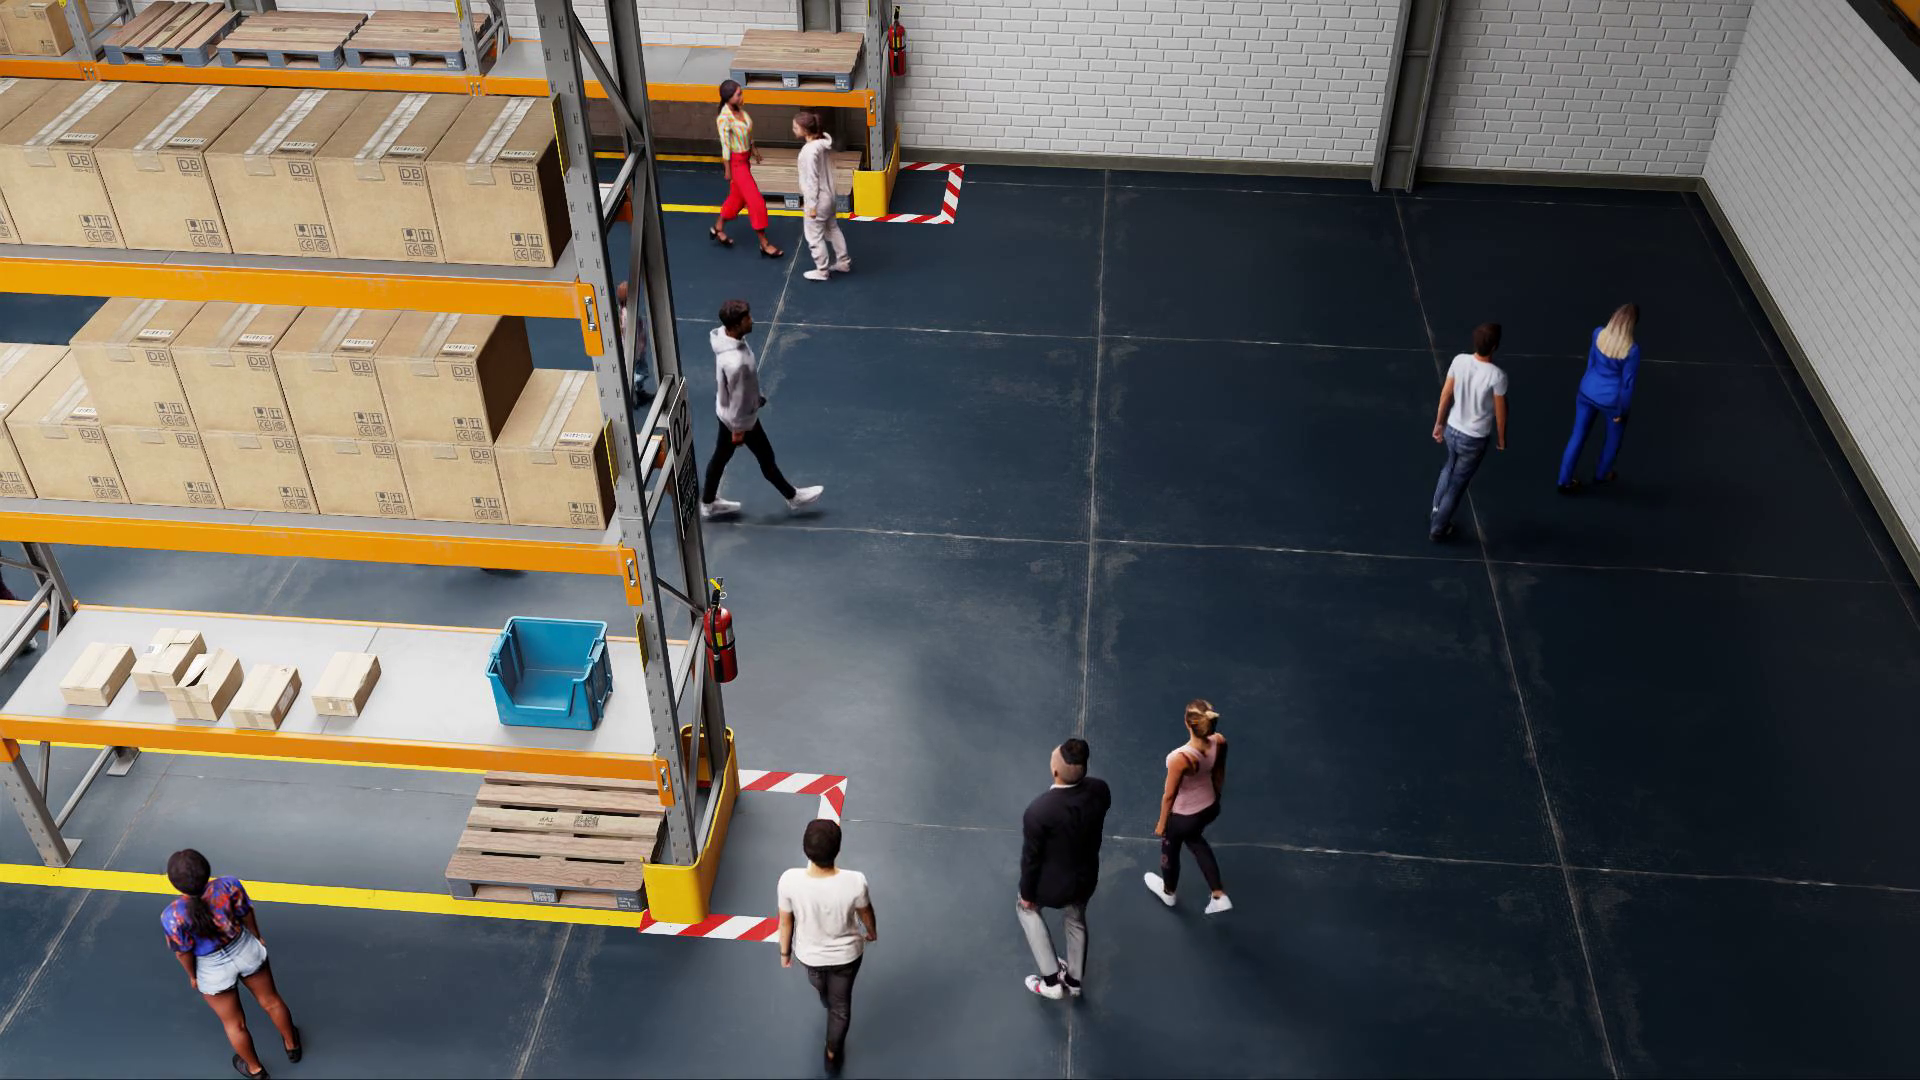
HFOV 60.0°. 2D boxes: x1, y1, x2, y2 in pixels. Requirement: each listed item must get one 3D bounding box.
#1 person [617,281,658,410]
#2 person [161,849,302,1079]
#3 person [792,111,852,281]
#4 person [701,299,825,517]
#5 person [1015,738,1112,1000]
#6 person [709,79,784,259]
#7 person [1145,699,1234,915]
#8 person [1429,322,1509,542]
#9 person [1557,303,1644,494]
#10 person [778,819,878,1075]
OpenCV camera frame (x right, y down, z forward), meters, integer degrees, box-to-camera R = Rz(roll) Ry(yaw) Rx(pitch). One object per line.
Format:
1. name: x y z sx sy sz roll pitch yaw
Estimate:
1. person: -2.768 -1.613 13.897 0.680 1.187 0.599 -12 40 -14
2. person: -3.807 2.209 8.669 0.665 1.739 0.709 -32 48 -33
3. person: -1.275 -3.206 15.499 0.703 1.678 0.678 9 40 11
4. person: -1.755 -0.927 12.492 1.284 1.869 0.957 -8 39 -10
5. person: 0.605 1.844 8.966 0.813 1.939 0.911 -18 42 -21
6. person: -2.169 -3.547 15.858 1.047 1.761 0.660 8 39 10
7. person: 1.374 1.592 9.526 0.875 1.633 0.910 -24 45 -27
8. person: 3.698 -0.751 12.284 0.846 1.853 0.787 -27 46 -30
9. person: 4.874 -1.045 12.786 0.899 1.686 0.840 -28 47 -31
10. person: -0.707 2.178 8.740 0.865 1.699 0.717 2 39 2
